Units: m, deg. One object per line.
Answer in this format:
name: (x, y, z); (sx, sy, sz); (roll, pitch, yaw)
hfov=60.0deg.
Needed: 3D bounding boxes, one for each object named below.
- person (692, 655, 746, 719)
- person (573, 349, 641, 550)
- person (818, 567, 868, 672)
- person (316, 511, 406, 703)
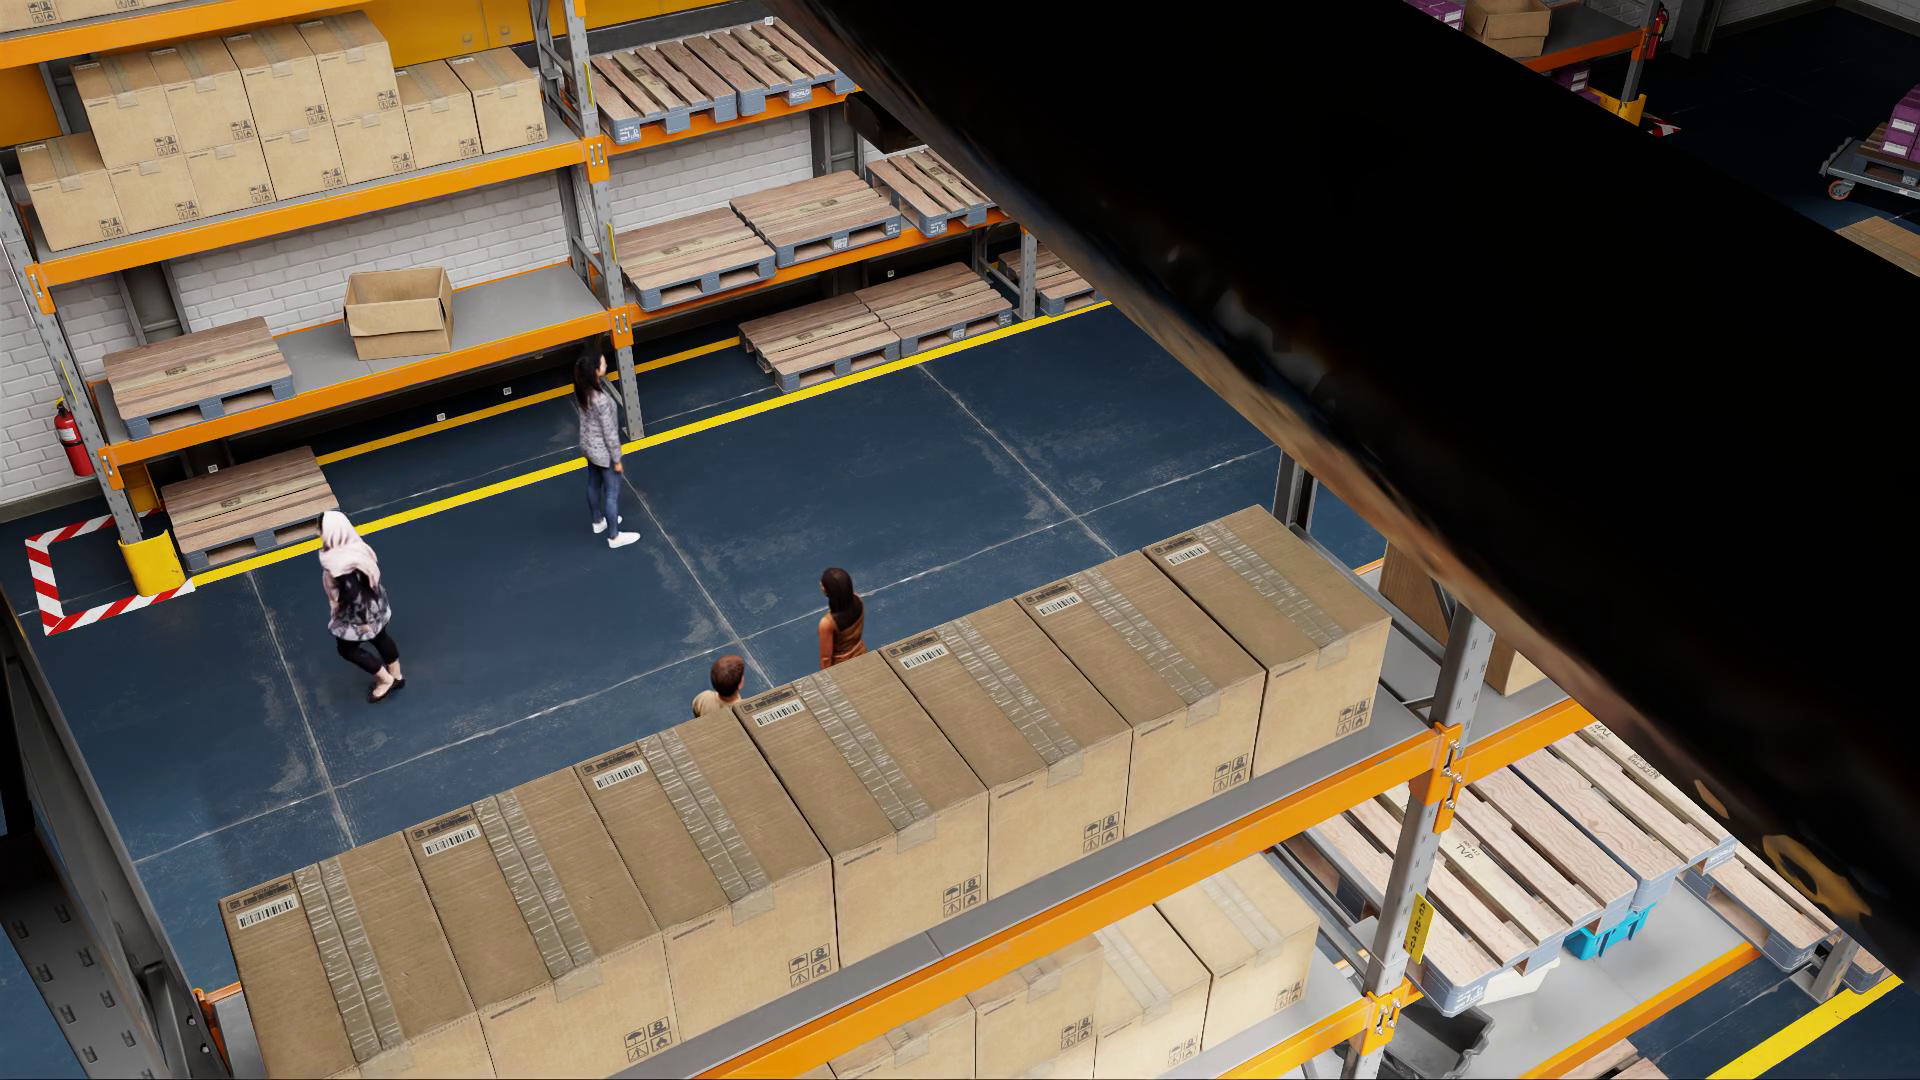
person: (-1.341, 1.417, 10.084); (0.745, 1.852, 0.780); (14, 41, 16)
person: (-2.781, -0.718, 12.854); (0.585, 1.732, 0.648); (-29, 47, -31)
person: (-0.753, 0.851, 10.928); (0.697, 1.683, 0.586); (22, 44, 25)
person: (-4.058, 0.432, 11.497); (0.761, 1.627, 0.734); (-7, 39, -9)
